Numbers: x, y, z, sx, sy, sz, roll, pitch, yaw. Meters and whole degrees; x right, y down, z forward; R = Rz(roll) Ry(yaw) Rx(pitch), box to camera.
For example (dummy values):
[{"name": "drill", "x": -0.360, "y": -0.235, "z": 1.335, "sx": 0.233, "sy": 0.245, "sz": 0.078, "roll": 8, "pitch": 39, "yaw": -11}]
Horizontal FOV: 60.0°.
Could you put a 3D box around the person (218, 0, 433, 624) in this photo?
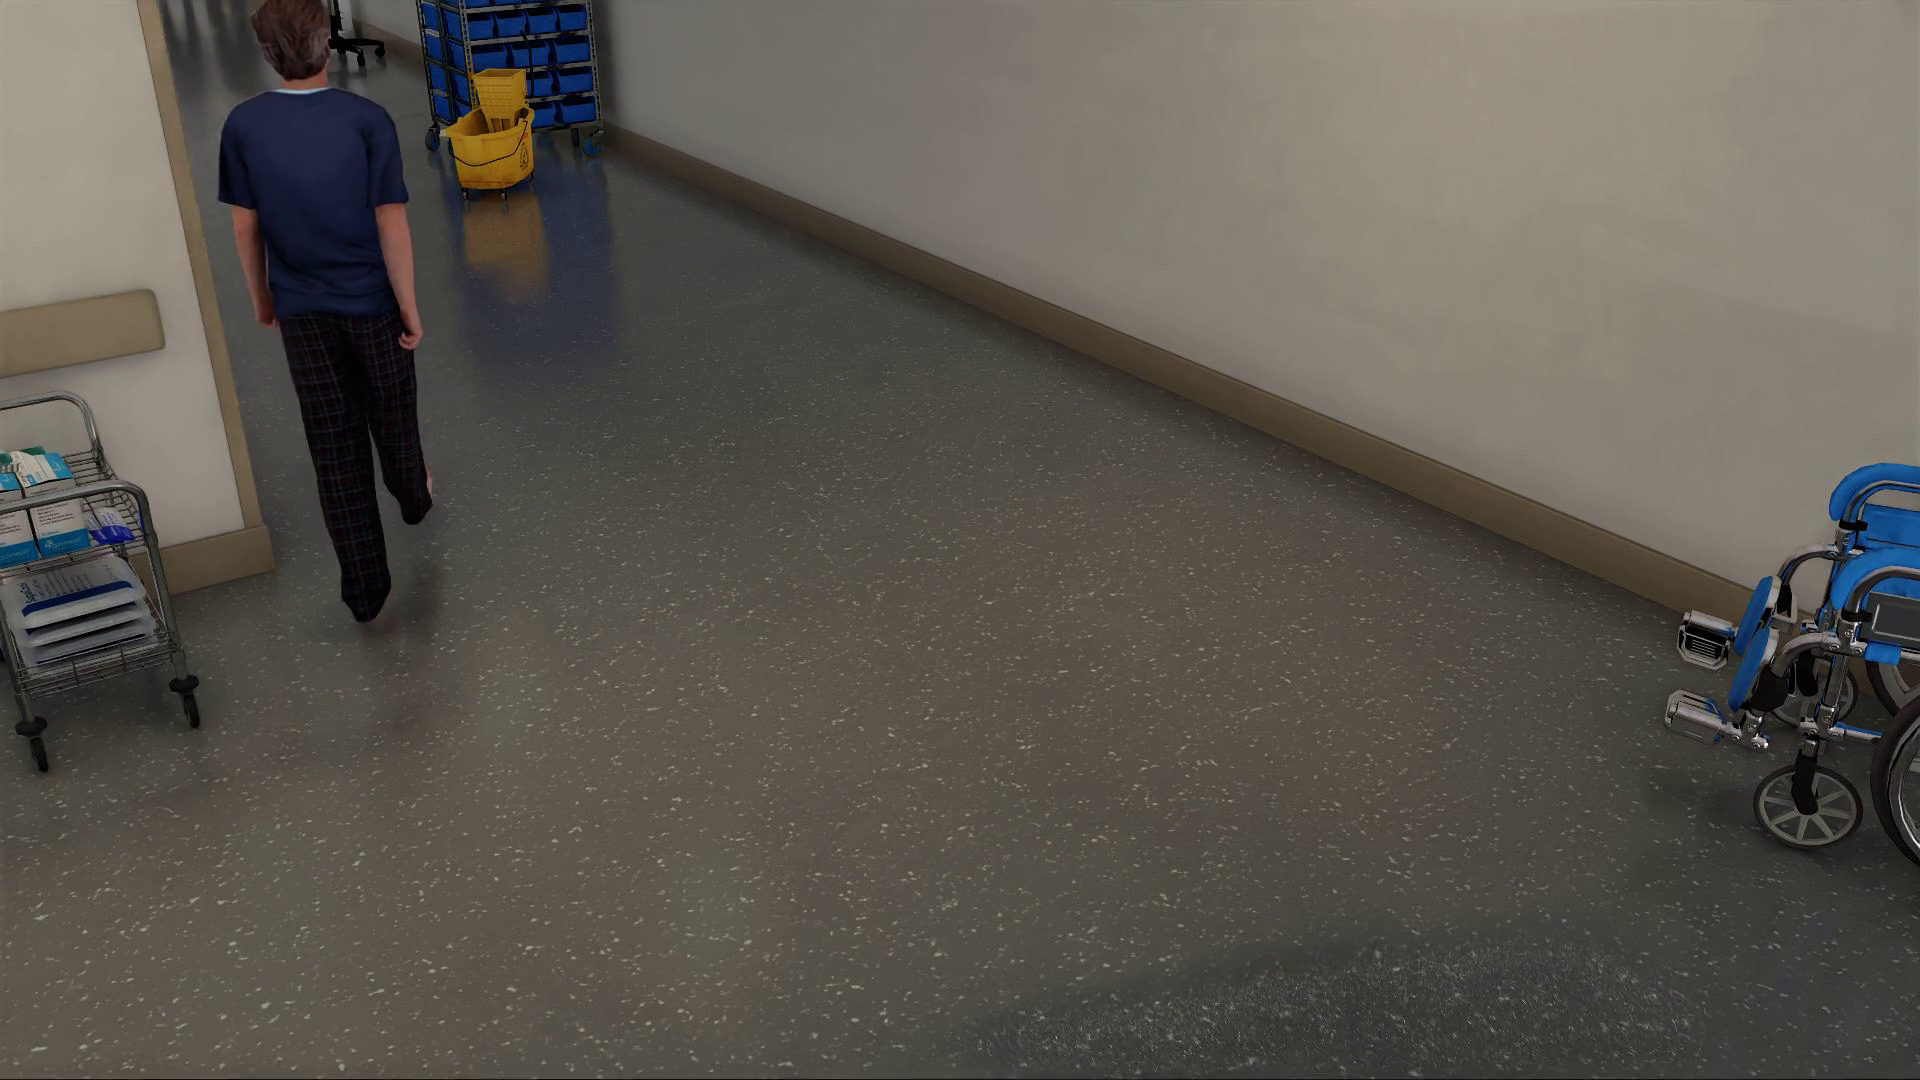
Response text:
[{"name": "person", "x": -1.850, "y": -0.627, "z": 4.942, "sx": 1.208, "sy": 1.820, "sz": 1.031, "roll": -6, "pitch": 26, "yaw": -12}]
